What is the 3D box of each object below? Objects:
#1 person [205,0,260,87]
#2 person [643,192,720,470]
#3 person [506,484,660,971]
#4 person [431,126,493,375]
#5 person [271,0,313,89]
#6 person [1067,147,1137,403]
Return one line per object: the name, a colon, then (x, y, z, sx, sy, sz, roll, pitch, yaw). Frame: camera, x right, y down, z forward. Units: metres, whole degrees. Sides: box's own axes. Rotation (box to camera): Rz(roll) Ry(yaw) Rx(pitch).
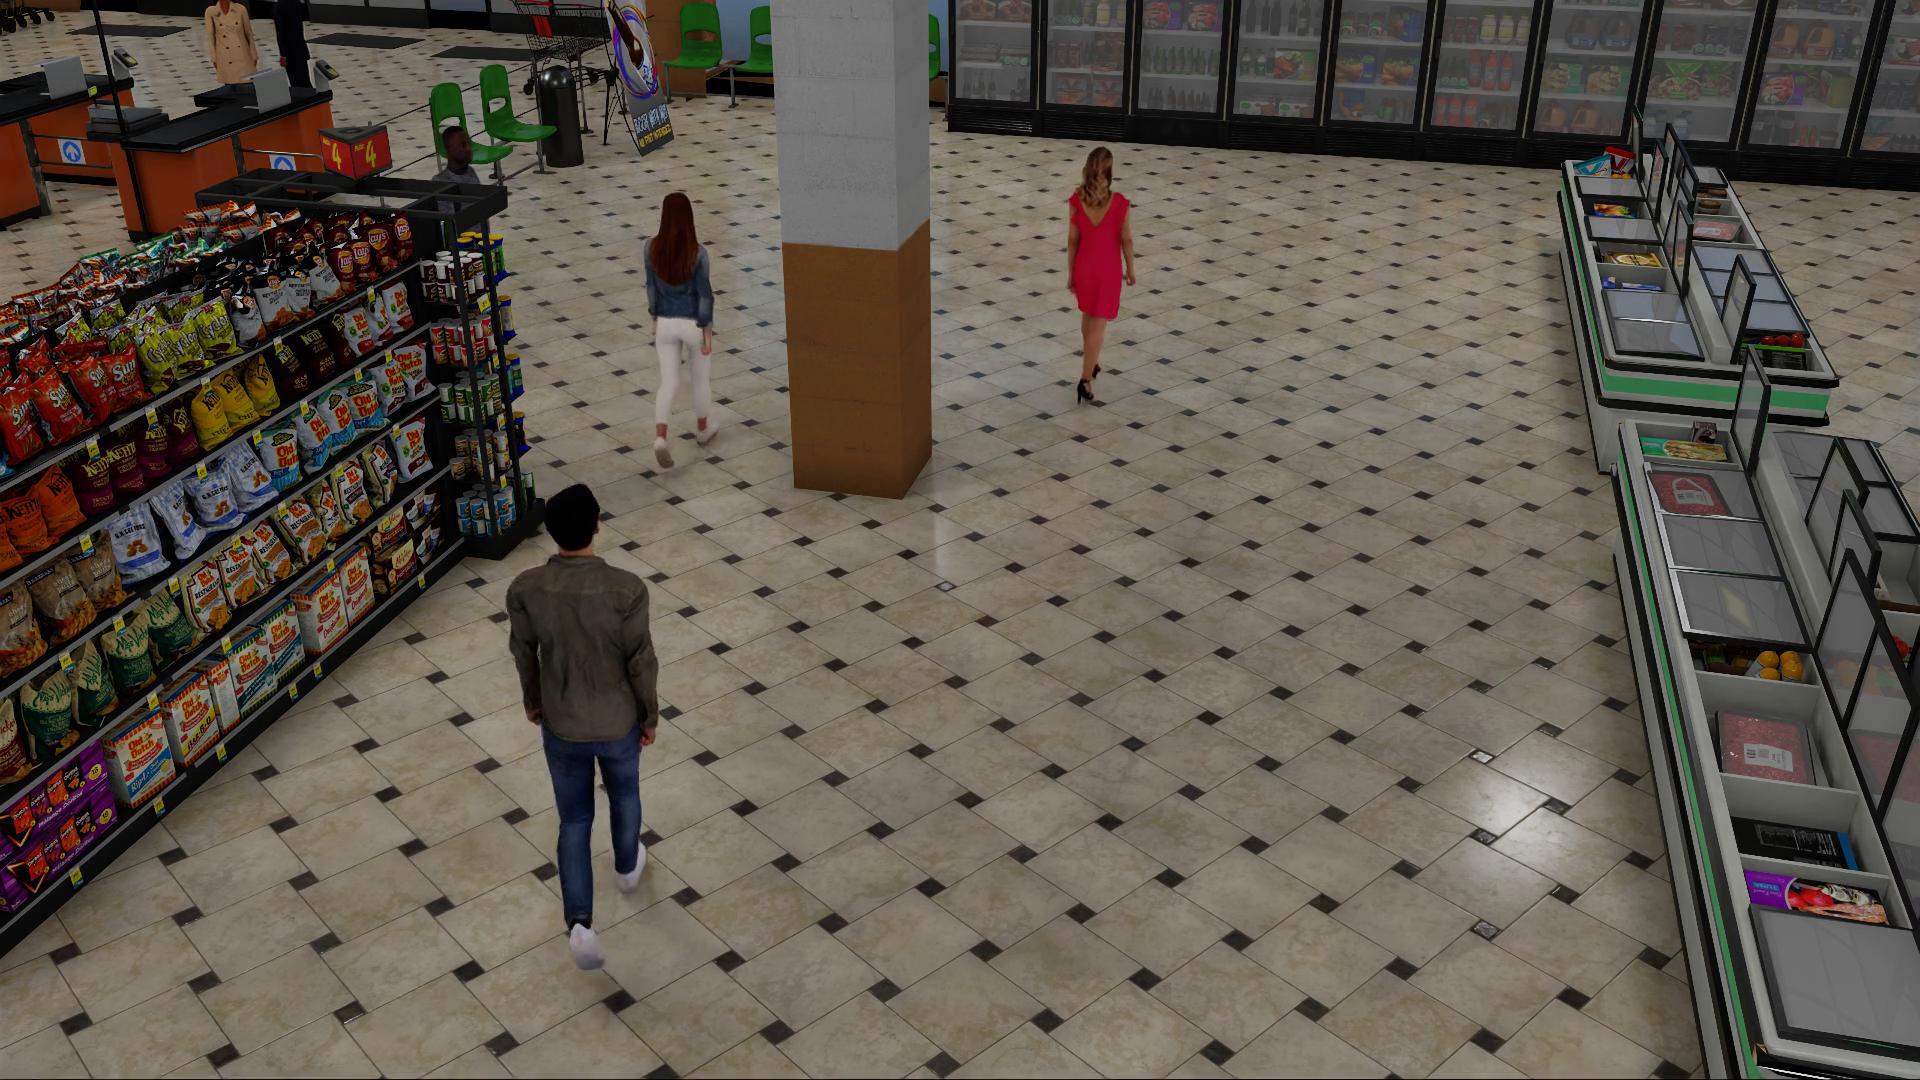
person: (-7.868, -5.223, 18.035, 0.713, 1.682, 0.735, -10, 29, -19)
person: (-1.747, -1.260, 10.227, 0.645, 1.676, 1.070, 6, 27, 11)
person: (-1.380, 0.725, 6.138, 0.959, 1.834, 1.242, -3, 27, -6)
person: (-3.346, -1.892, 11.297, 0.771, 1.836, 0.531, 3, 27, 6)
person: (-7.241, -5.279, 18.098, 0.727, 1.725, 0.502, 3, 27, 6)
person: (0.894, -1.743, 11.149, 0.654, 1.704, 0.882, 11, 29, 21)
